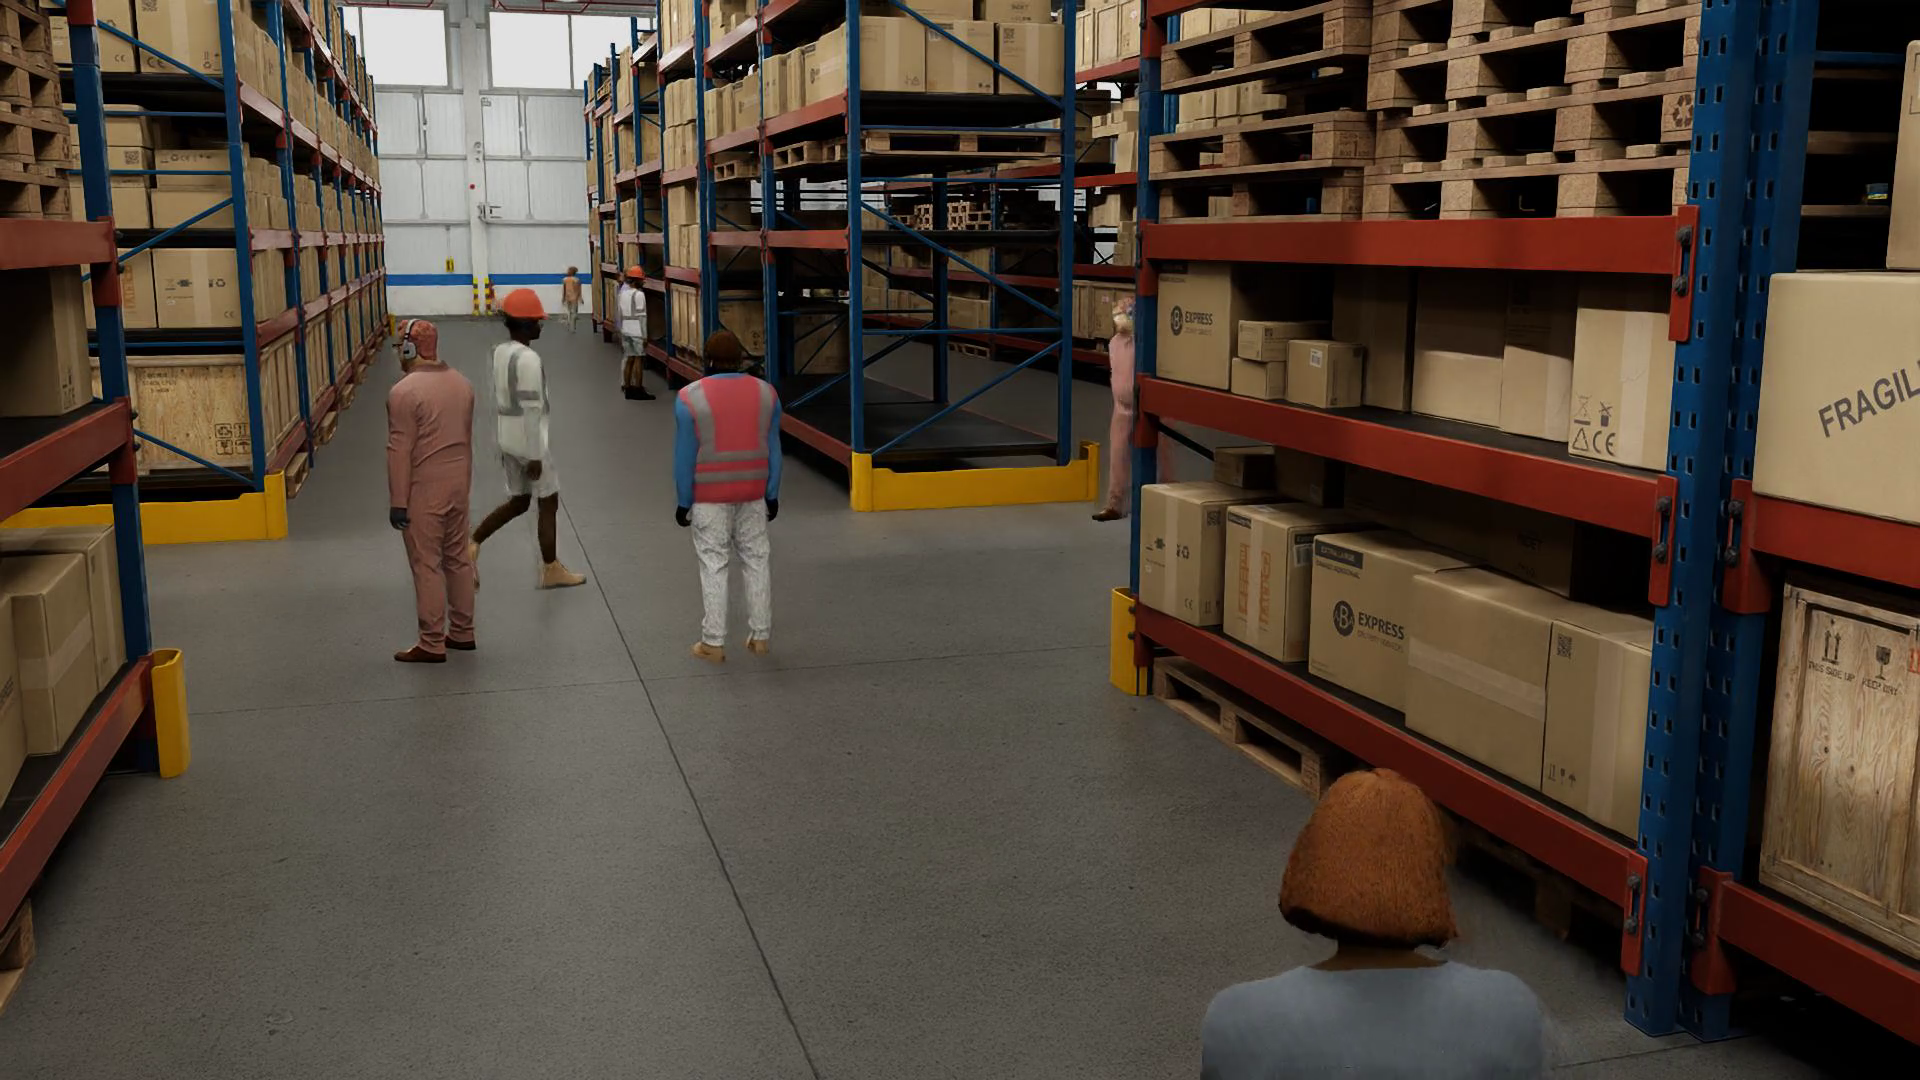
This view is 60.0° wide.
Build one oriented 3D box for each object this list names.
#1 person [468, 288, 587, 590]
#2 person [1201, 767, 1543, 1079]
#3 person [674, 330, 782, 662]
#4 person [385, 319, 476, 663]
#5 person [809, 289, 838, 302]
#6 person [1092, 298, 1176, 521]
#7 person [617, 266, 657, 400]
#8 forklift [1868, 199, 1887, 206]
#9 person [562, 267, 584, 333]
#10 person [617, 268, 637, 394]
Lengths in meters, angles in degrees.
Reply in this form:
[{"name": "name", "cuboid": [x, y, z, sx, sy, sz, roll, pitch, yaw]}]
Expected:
[{"name": "person", "cuboid": [-2.945, -0.638, 10.945, 0.841, 2.021, 0.611, -7, 12, -34]}, {"name": "person", "cuboid": [0.587, 1.137, 2.342, 0.516, 1.606, 0.650, -1, 10, -3]}, {"name": "person", "cuboid": [-1.298, -0.246, 9.267, 0.634, 1.841, 0.429, -6, 12, -29]}, {"name": "person", "cuboid": [-2.961, -0.272, 9.253, 0.399, 1.902, 0.643, 4, 11, 19]}, {"name": "person", "cuboid": [-3.027, -5.268, 36.856, 0.640, 1.831, 0.507, -1, 10, -4]}, {"name": "person", "cuboid": [1.508, -1.102, 13.975, 0.656, 1.851, 0.973, 8, 13, 38]}, {"name": "person", "cuboid": [-4.663, -2.972, 24.043, 0.645, 1.920, 0.392, 9, 14, 41]}, {"name": "forklift", "cuboid": [11.338, -2.915, 21.052, 1.129, 2.768, 1.873, -3, 11, -17]}, {"name": "person", "cuboid": [-9.498, -5.901, 40.872, 0.556, 1.618, 0.456, 6, 12, 28]}, {"name": "person", "cuboid": [-4.991, -3.166, 25.165, 0.369, 1.893, 0.745, -1, 10, -6]}]
